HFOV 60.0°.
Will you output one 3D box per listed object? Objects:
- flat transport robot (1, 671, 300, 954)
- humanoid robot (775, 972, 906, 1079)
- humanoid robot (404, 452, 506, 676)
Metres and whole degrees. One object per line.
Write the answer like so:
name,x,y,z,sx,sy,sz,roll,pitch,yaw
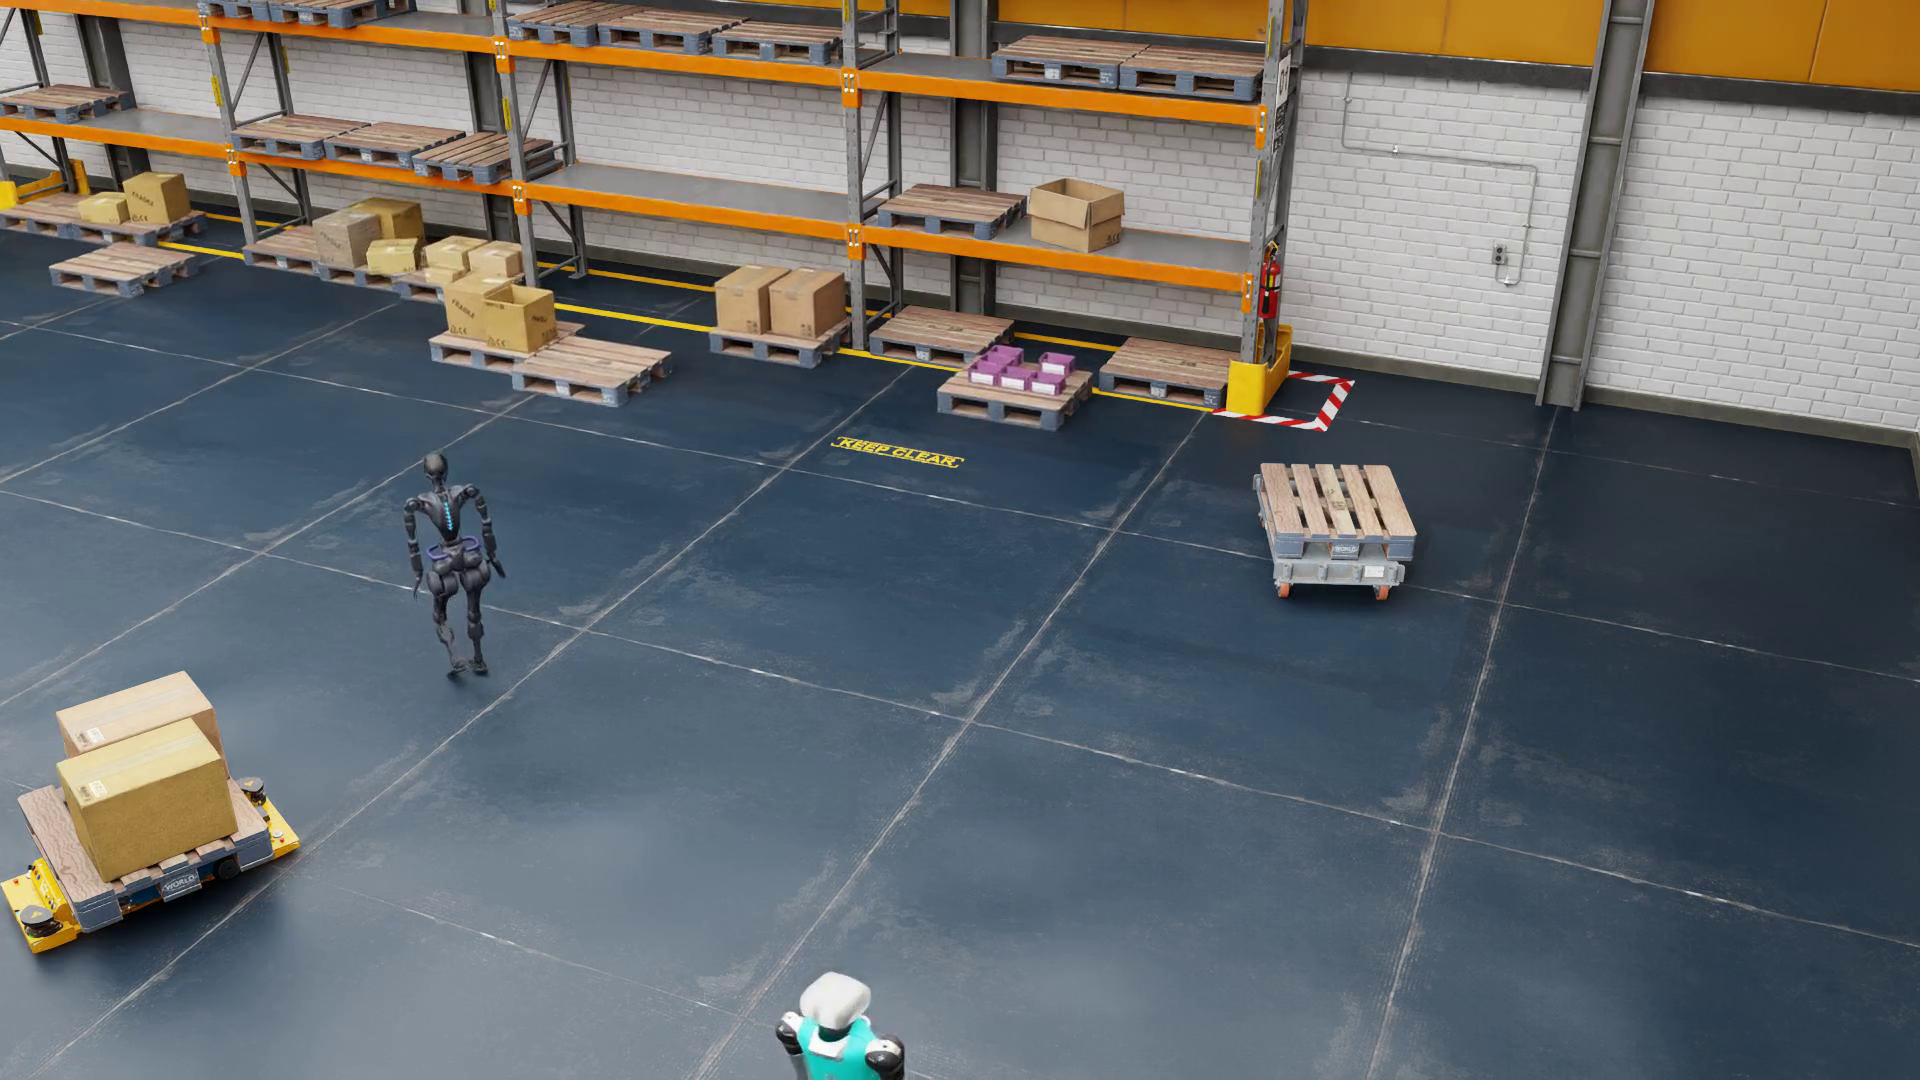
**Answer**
flat transport robot,-4.578,1.809,9.423,1.431,0.231,0.659,-21,34,-35
humanoid robot,-0.275,2.364,6.823,0.594,1.831,0.898,14,30,25
humanoid robot,-3.353,0.162,11.074,0.613,1.644,0.323,-14,31,-26
